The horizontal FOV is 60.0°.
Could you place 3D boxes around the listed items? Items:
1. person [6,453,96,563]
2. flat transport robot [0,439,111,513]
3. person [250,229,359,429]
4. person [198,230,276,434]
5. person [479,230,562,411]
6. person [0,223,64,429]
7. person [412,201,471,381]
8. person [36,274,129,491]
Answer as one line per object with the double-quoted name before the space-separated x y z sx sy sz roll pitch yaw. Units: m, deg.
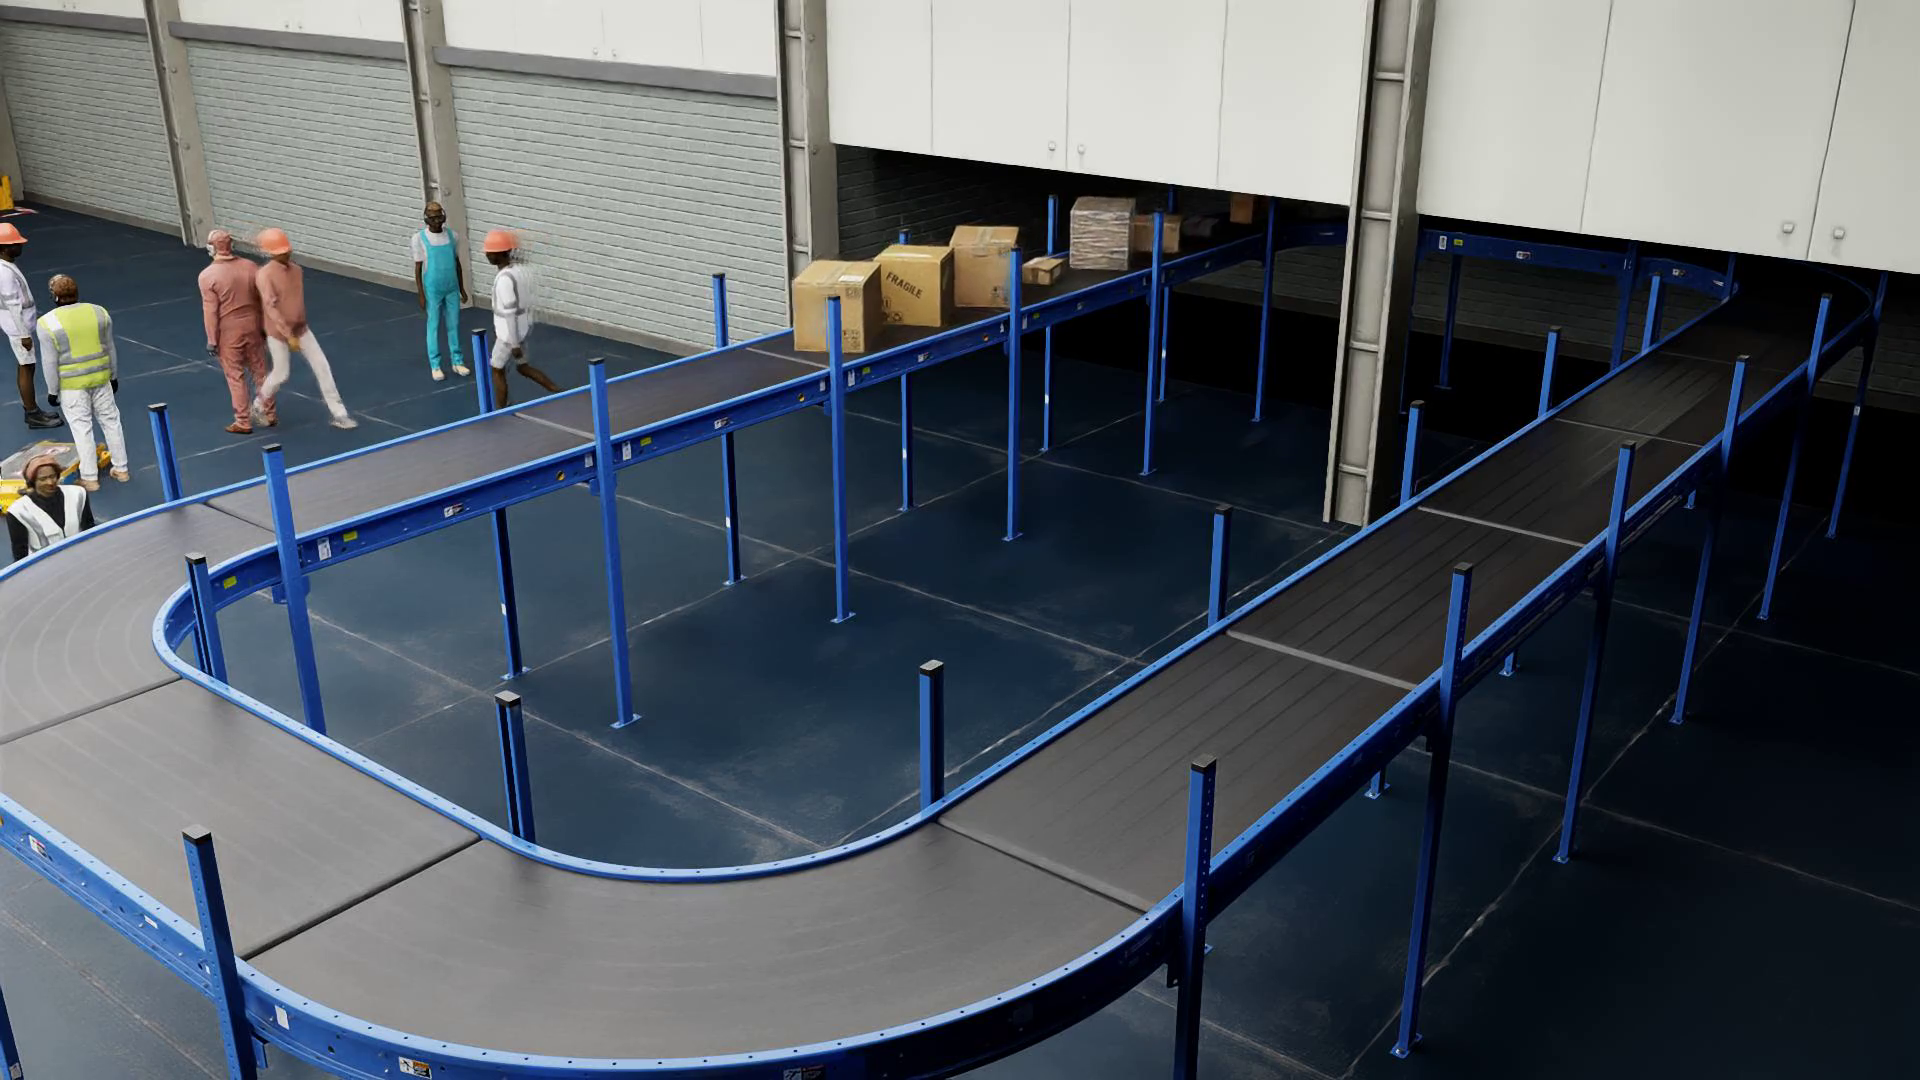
"person" -5.620 0.229 10.393 0.328 1.626 0.526 14 25 31
"flat transport robot" -7.869 -0.563 14.218 0.652 0.197 1.431 -1 22 -2
"person" -6.290 -1.977 15.593 1.019 1.919 0.590 9 23 21
"person" -6.769 -1.941 15.525 0.401 1.904 0.651 12 25 28
"person" -4.140 -1.967 15.593 0.858 1.908 0.549 0 21 0
"person" -8.822 -2.011 15.656 0.360 1.939 0.543 -13 25 -30
"person" -5.371 -2.587 17.243 0.508 1.844 0.332 -17 27 -37
"person" -7.425 -1.333 14.062 0.429 1.845 0.622 15 26 33
